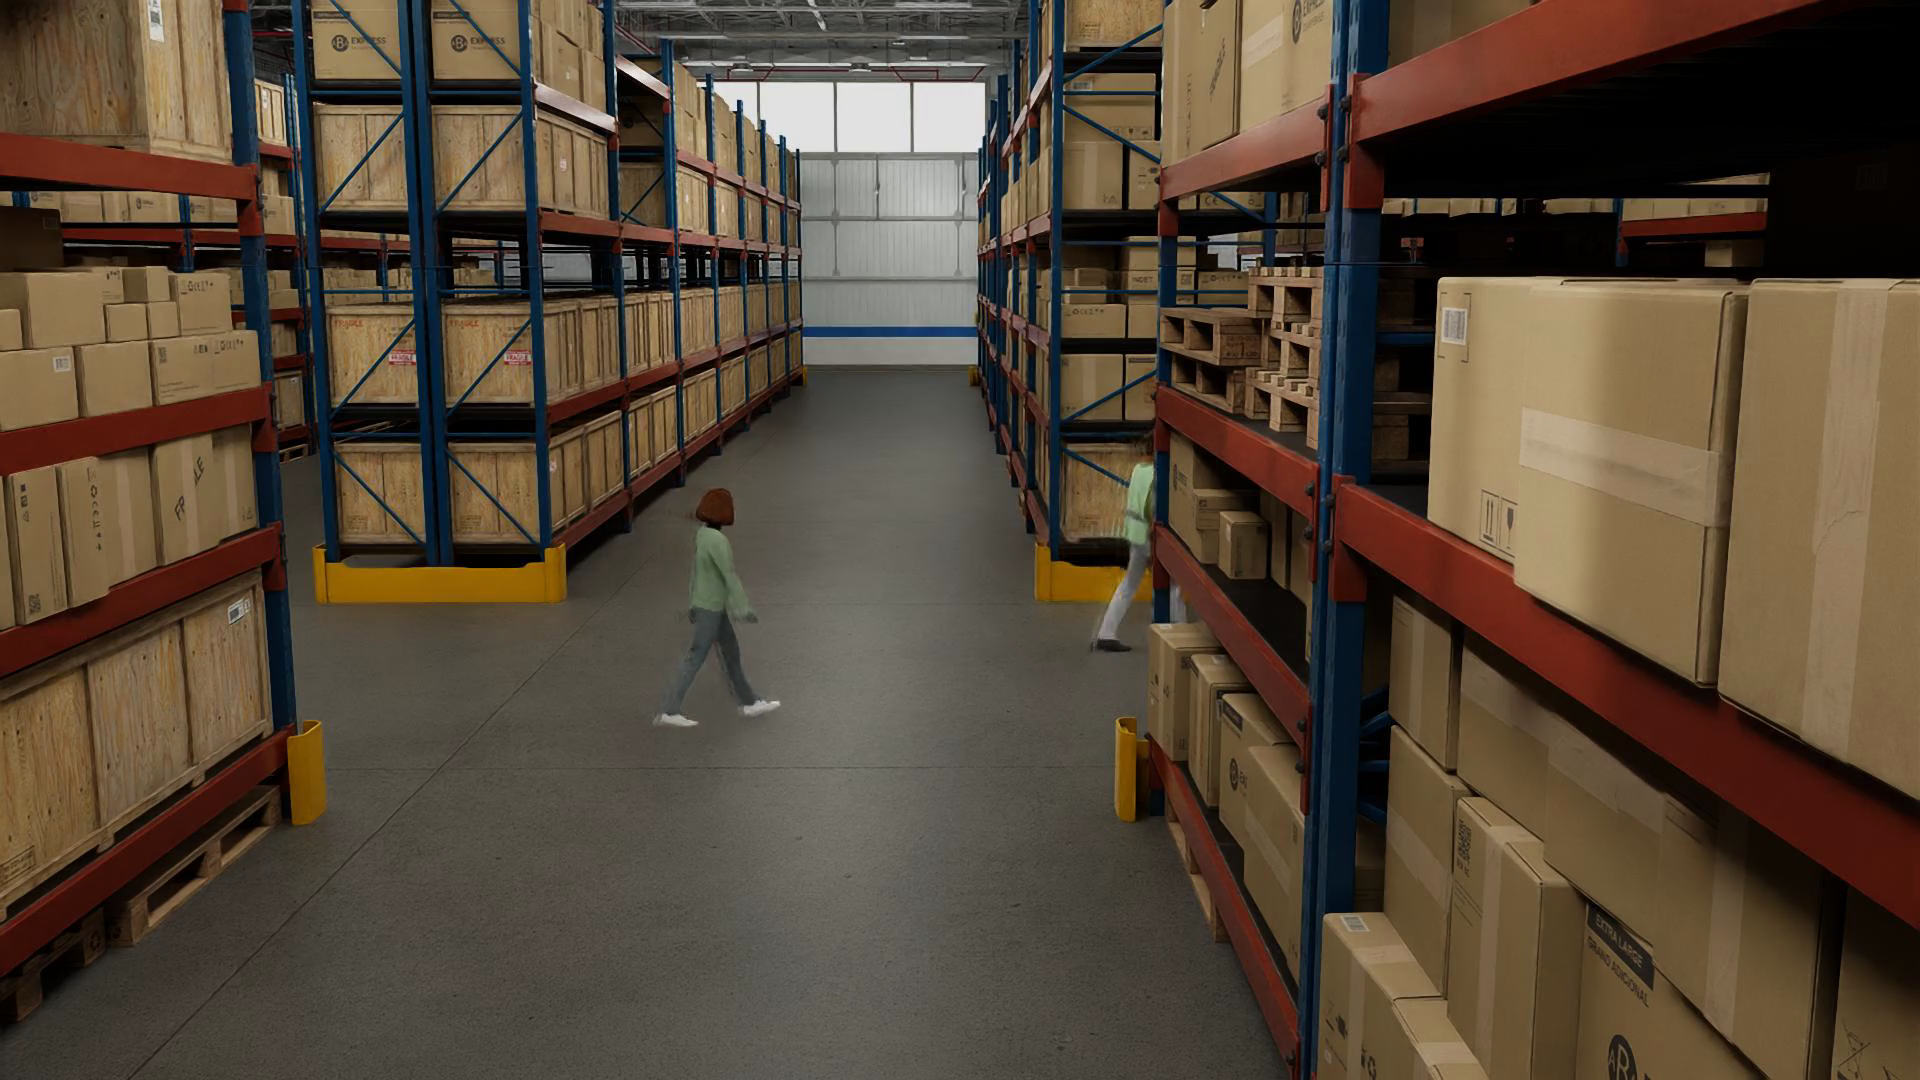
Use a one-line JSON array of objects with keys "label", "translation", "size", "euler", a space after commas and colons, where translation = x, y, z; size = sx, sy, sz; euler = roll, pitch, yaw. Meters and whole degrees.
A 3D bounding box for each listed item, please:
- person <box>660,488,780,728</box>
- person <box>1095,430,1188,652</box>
[{"label": "person", "translation": [-1.630, 0.449, 11.048], "size": [0.845, 1.591, 0.505], "euler": [-3, 10, -19]}, {"label": "person", "translation": [1.509, 0.013, 13.106], "size": [0.955, 1.799, 0.581], "euler": [-2, 10, -14]}]
